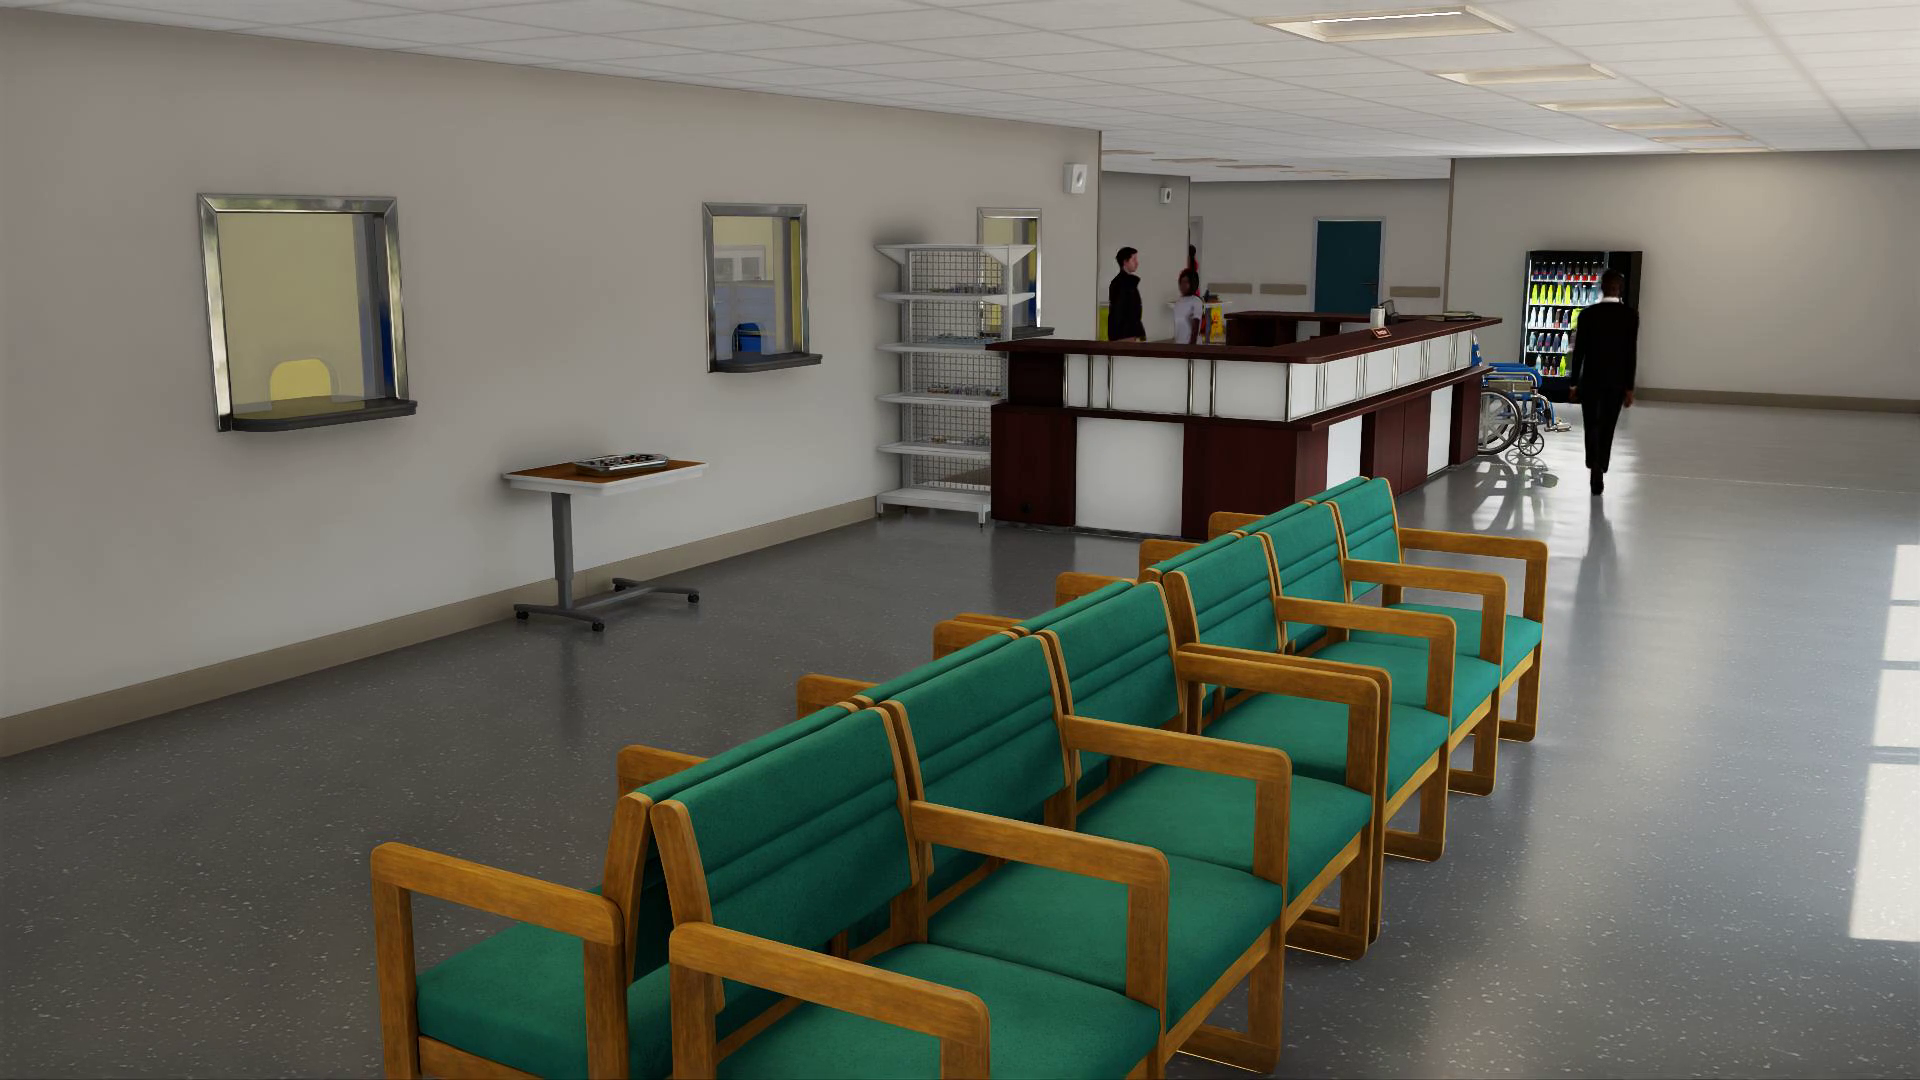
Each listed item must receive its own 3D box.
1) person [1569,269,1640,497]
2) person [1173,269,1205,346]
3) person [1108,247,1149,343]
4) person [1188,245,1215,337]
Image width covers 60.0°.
[{"bbox_3d":[5.125,-1.233,13.231,1.138,1.783,0.871,3,11,17],"label":"person"},{"bbox_3d":[2.328,-1.815,16.544,0.934,1.692,1.077,-7,13,-32],"label":"person"},{"bbox_3d":[1.629,-2.085,17.467,1.281,1.879,0.957,2,11,11],"label":"person"},{"bbox_3d":[4.277,-4.474,30.358,0.950,1.766,0.697,9,14,39],"label":"person"}]
